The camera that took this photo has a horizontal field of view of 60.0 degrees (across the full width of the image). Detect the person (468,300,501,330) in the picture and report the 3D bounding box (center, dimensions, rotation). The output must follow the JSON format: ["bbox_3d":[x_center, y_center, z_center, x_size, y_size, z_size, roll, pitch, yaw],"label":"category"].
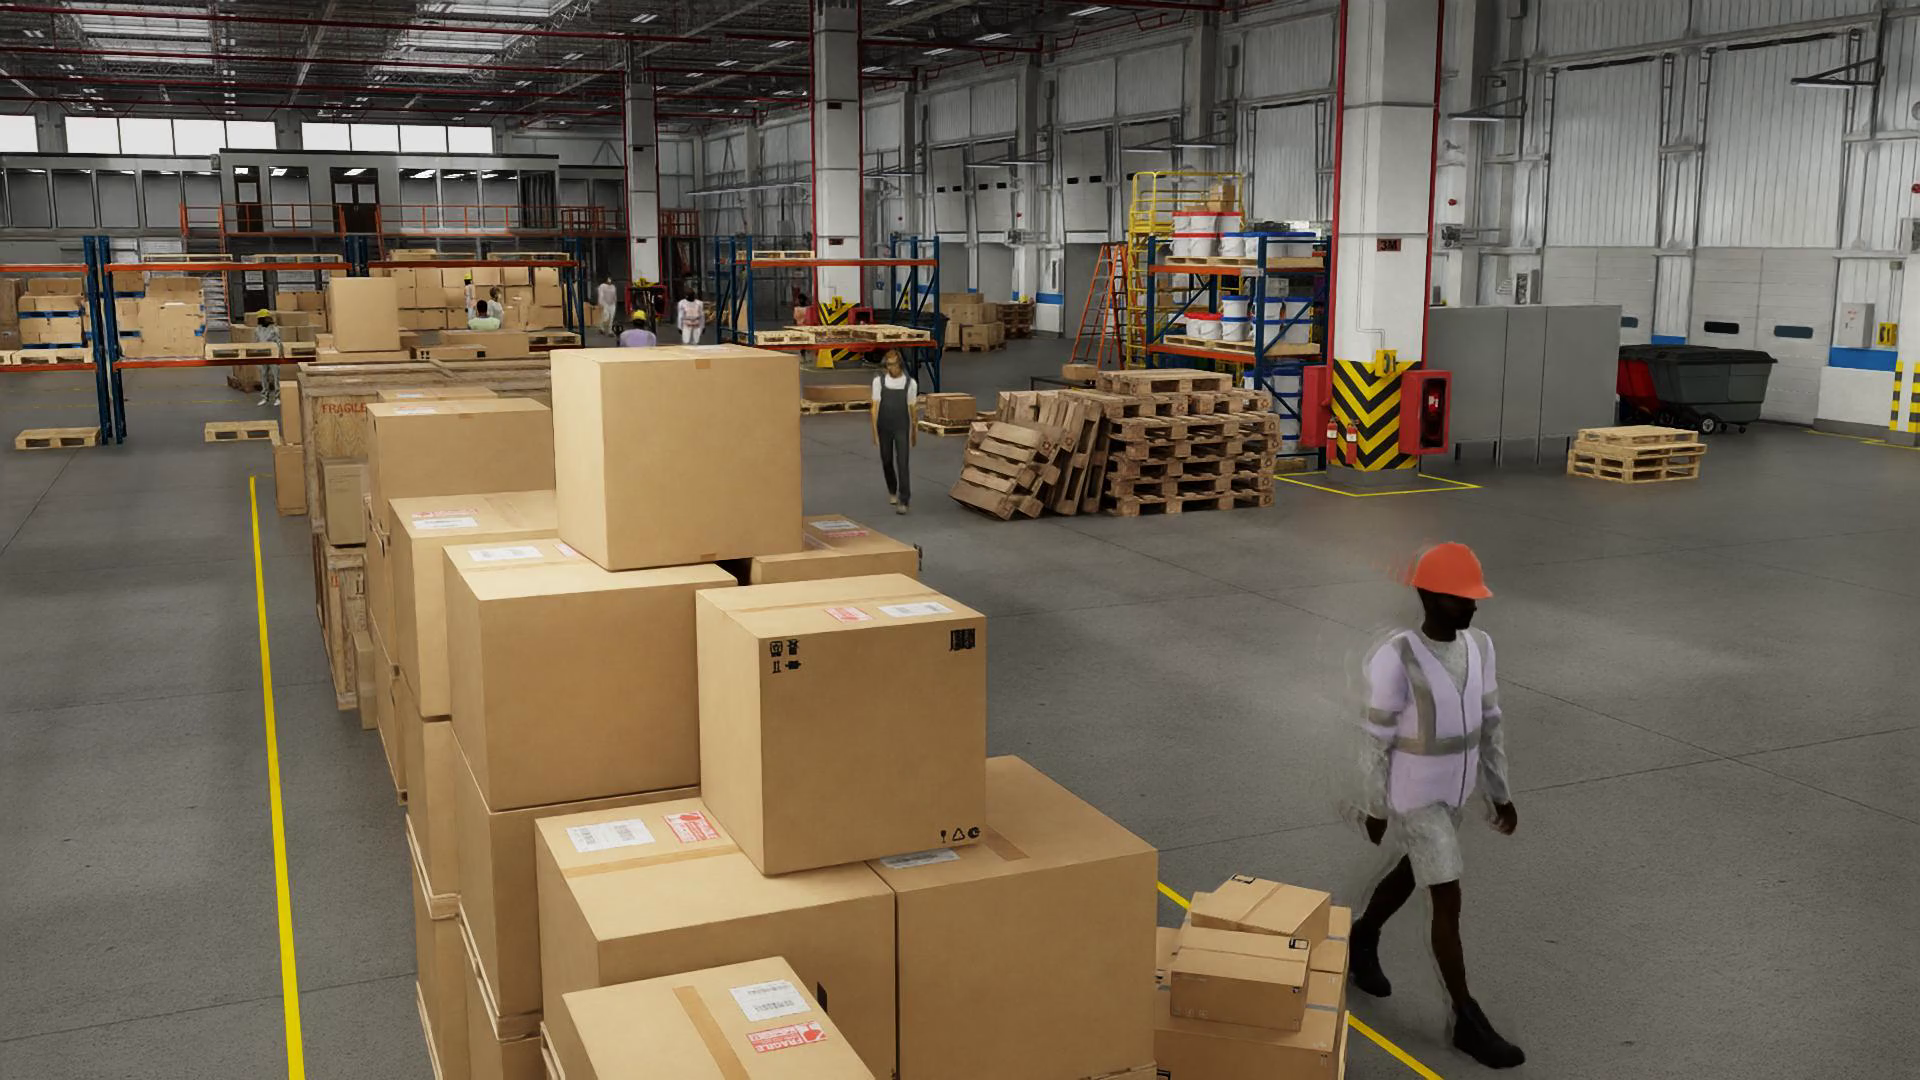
[{"bbox_3d":[-8.393,-3.281,29.432,0.592,1.917,0.392,-6,12,-31],"label":"person"}]

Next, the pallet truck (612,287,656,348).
[{"bbox_3d":[-6.464,-4.406,35.401,0.823,1.965,1.885,6,12,32],"label":"pallet truck"}]

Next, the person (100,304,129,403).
[{"bbox_3d":[-15.580,-3.461,30.571,0.329,1.865,0.518,3,11,15],"label":"person"}]

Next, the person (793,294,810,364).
[{"bbox_3d":[-3.771,-5.070,39.918,0.557,1.679,0.377,4,11,21],"label":"person"}]

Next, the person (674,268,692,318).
[{"bbox_3d":[-10.310,-9.330,62.861,0.992,1.888,0.557,-6,12,-30],"label":"person"}]

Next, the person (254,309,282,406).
[{"bbox_3d":[-12.447,-3.280,29.899,0.492,1.742,0.317,1,10,6],"label":"person"}]

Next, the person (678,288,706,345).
[{"bbox_3d":[-6.304,-5.010,39.219,0.638,1.824,0.610,-4,11,-19],"label":"person"}]

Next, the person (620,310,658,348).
[{"bbox_3d":[-5.087,-2.705,26.410,0.587,1.874,1.027,-3,11,-15],"label":"person"}]

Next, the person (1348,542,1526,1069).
[{"bbox_3d":[1.786,0.929,6.310,0.559,1.896,0.988,-7,12,-32],"label":"person"}]

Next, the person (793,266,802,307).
[{"bbox_3d":[-6.792,-10.618,69.658,0.400,1.990,0.620,-4,11,-21],"label":"person"}]

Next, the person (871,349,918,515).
[{"bbox_3d":[-0.717,-1.222,18.394,0.508,1.809,0.914,1,10,3],"label":"person"}]

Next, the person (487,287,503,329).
[{"bbox_3d":[-10.137,-4.549,36.352,0.369,1.940,0.631,0,10,2],"label":"person"}]

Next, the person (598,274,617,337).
[{"bbox_3d":[-10.656,-7.101,50.462,0.432,1.921,0.655,9,14,41],"label":"person"}]

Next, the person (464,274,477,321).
[{"bbox_3d":[-14.913,-7.131,50.615,0.373,1.928,0.584,1,10,6],"label":"person"}]

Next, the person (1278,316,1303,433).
[{"bbox_3d":[5.036,-2.610,25.779,0.889,1.909,0.555,9,14,42],"label":"person"}]

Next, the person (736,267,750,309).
[{"bbox_3d":[-9.298,-10.827,71.220,0.633,1.843,0.429,-5,12,-27],"label":"person"}]
